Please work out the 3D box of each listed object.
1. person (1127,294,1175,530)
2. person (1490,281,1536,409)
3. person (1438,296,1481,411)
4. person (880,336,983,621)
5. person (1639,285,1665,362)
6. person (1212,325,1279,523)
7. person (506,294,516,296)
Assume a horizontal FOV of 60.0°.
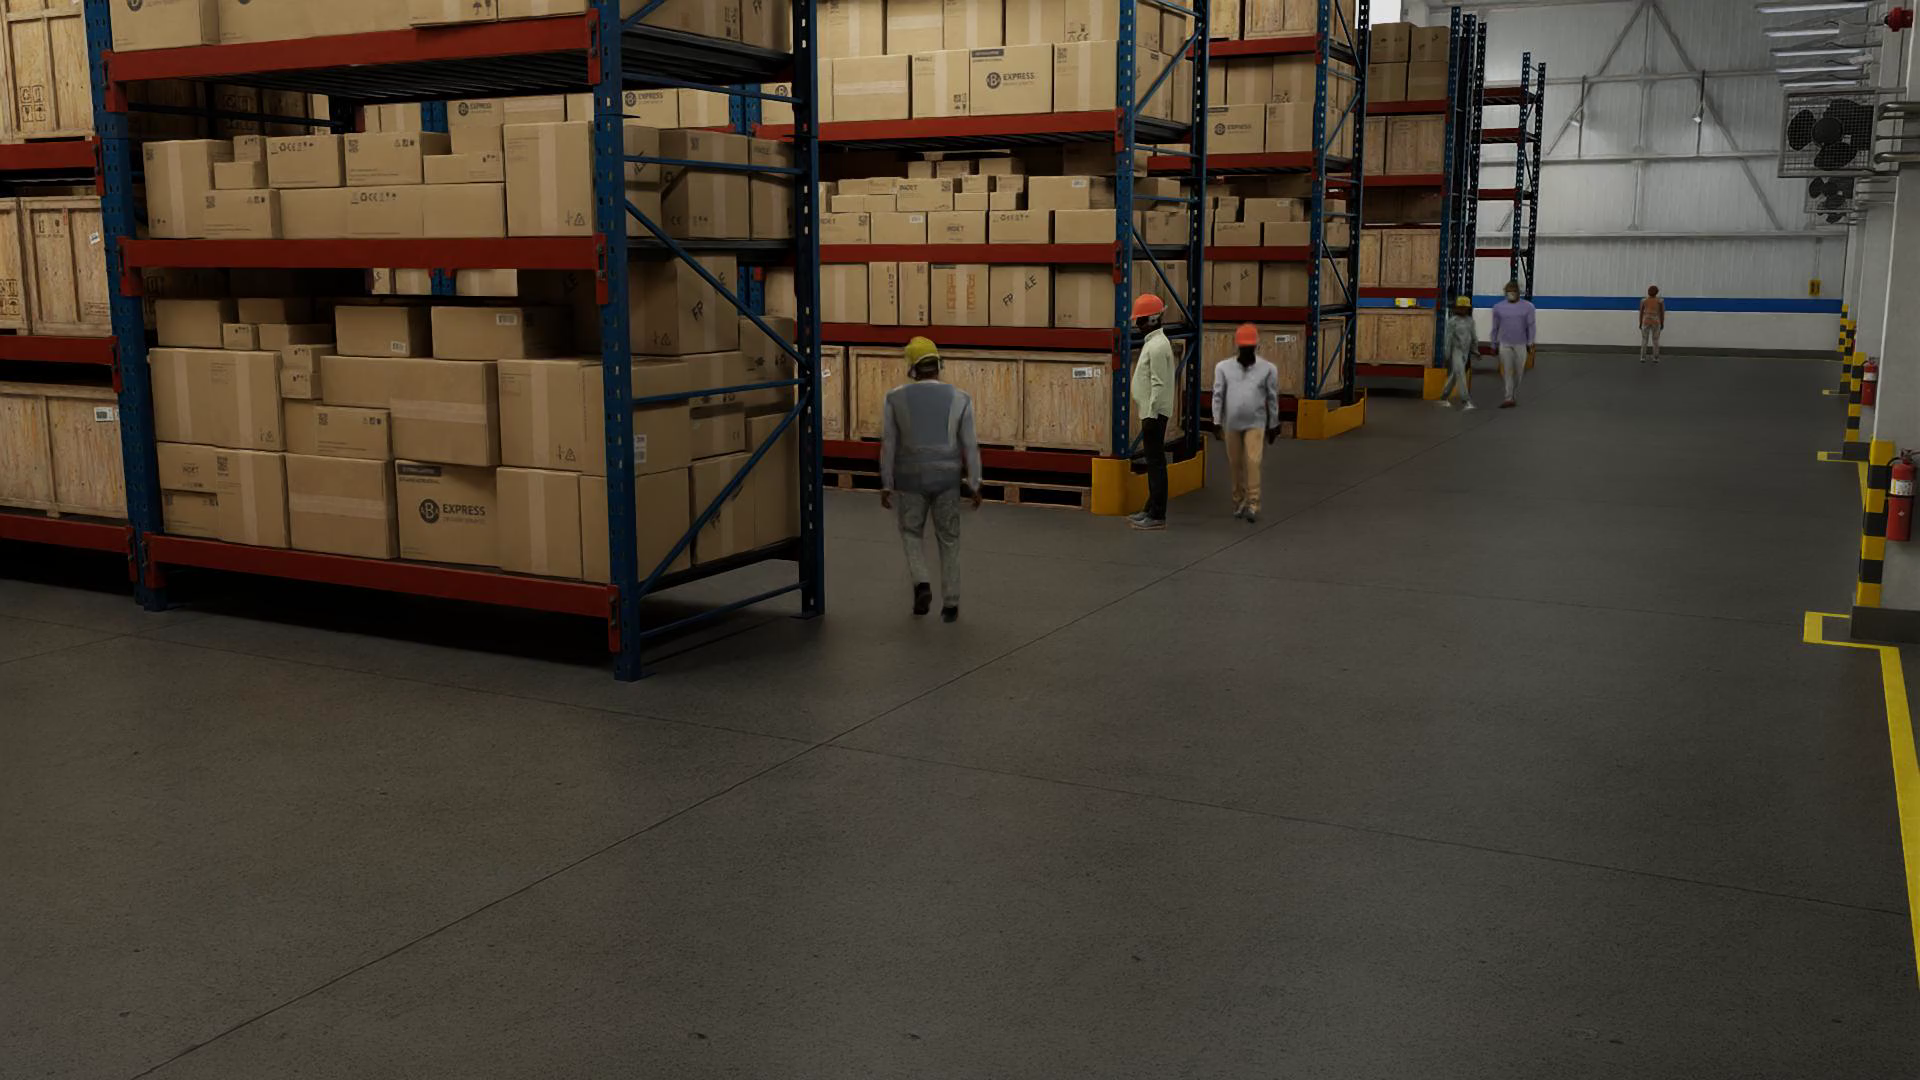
[{"bbox_3d":[1.614,-1.076,14.062,0.388,1.987,0.608,1,10,4],"label":"person"},{"bbox_3d":[8.315,-2.938,25.076,0.645,1.926,0.504,3,10,14],"label":"person"},{"bbox_3d":[7.469,-2.802,24.884,0.521,1.698,0.885,-5,11,-28],"label":"person"},{"bbox_3d":[-0.178,-0.380,10.534,0.675,1.809,0.442,-1,10,-8],"label":"person"},{"bbox_3d":[14.764,-4.608,35.511,0.513,1.640,0.311,6,11,30],"label":"person"},{"bbox_3d":[2.463,-1.003,14.436,0.556,1.703,0.852,3,10,17],"label":"person"},{"bbox_3d":[-4.456,-1.490,16.649,0.410,1.917,0.564,5,11,25],"label":"person"}]
